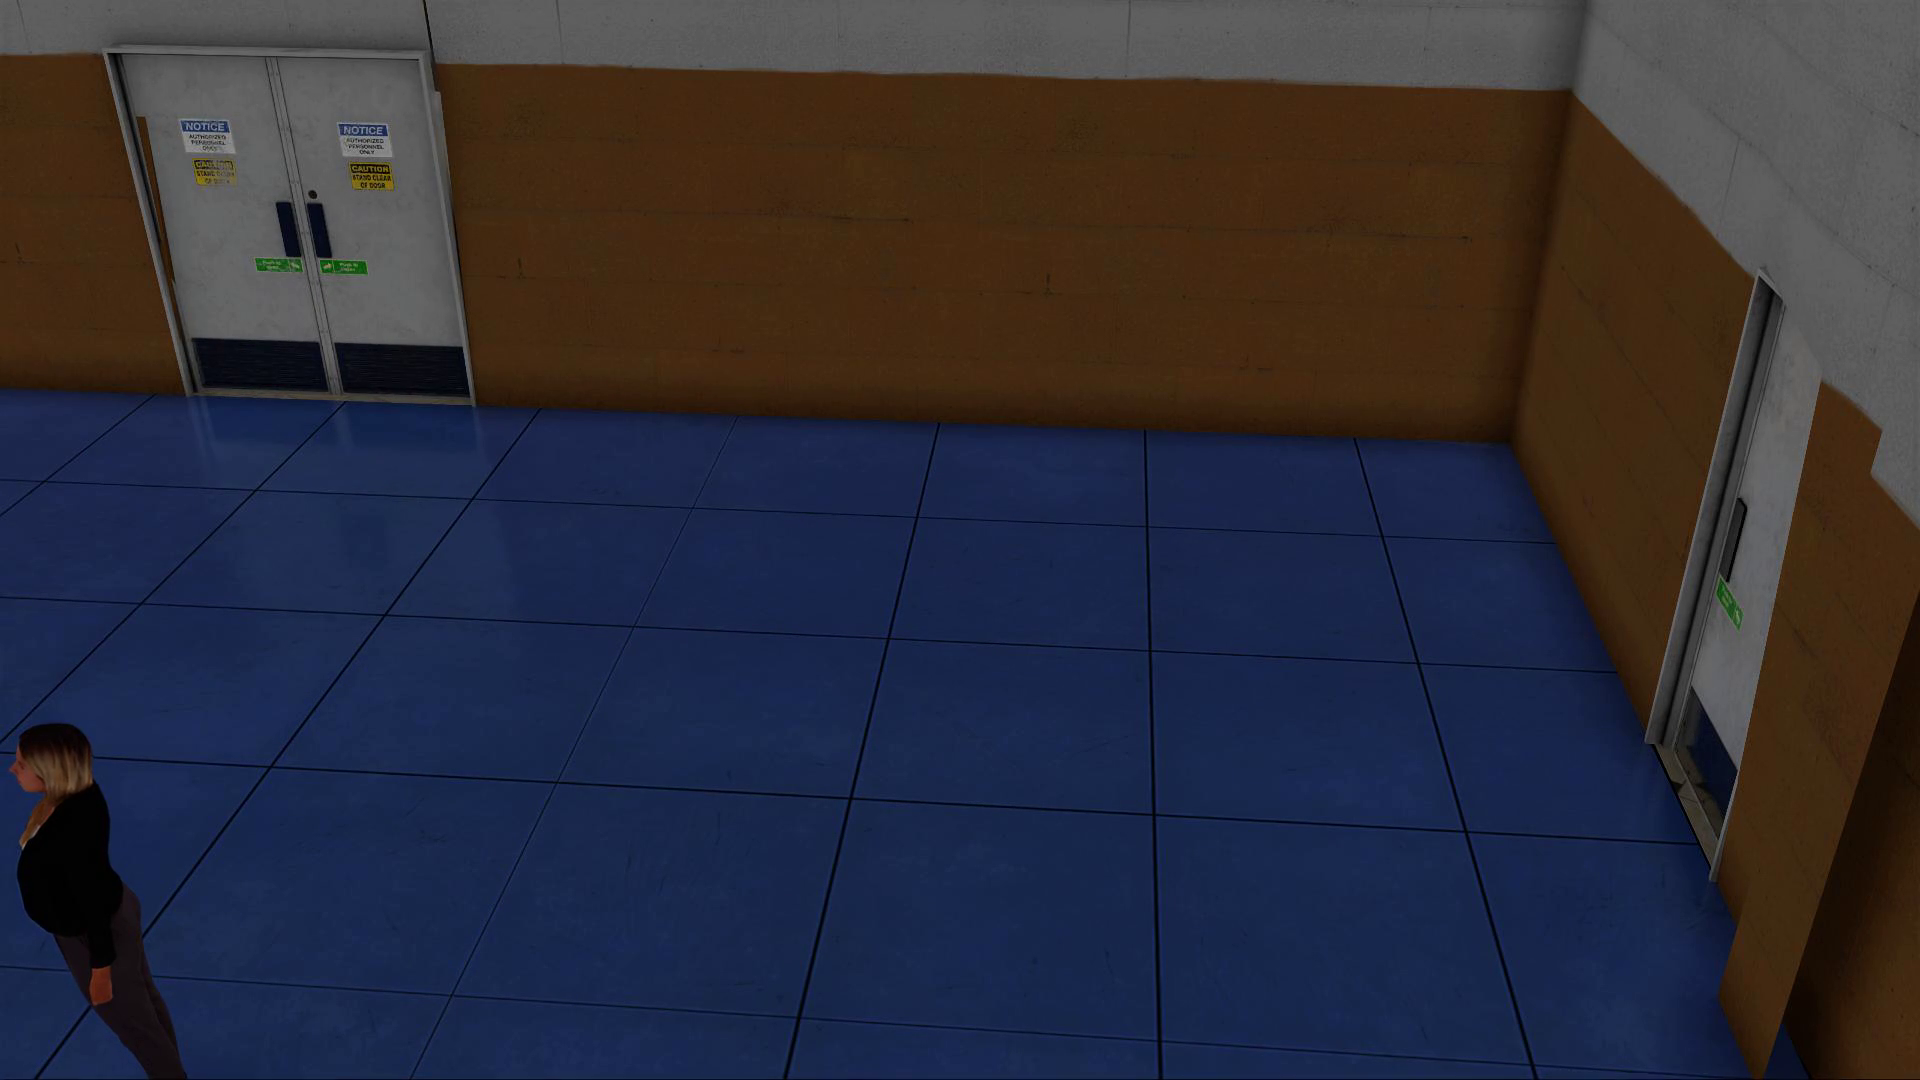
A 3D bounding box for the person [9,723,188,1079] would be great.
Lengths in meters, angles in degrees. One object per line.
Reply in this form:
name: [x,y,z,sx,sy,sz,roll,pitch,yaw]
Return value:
person: [-2.723,1.286,5.333,0.736,1.671,0.633,-14,32,-24]
